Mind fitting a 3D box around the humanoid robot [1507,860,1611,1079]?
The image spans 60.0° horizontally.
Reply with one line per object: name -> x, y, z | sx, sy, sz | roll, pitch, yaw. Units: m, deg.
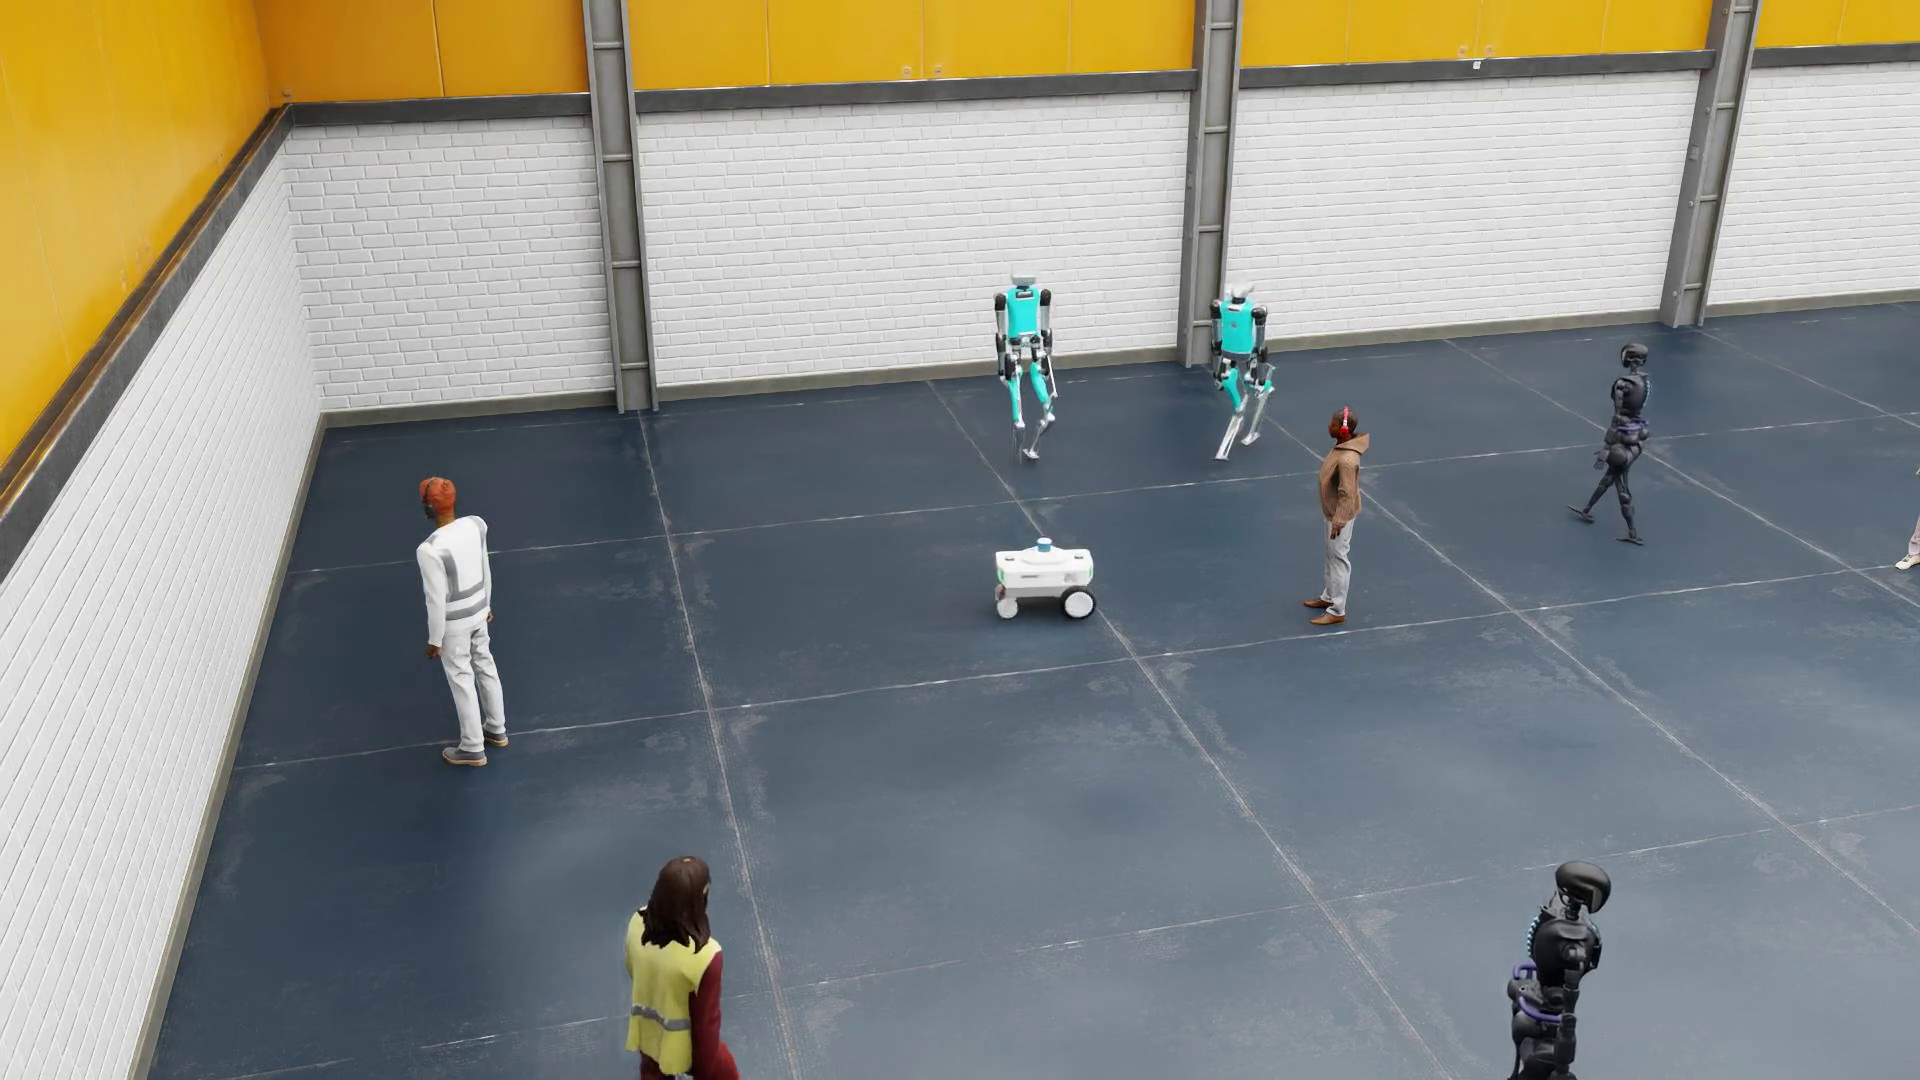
humanoid robot -> 2.468, 2.031, 7.011 | 0.396, 1.646, 0.610 | 4, 24, 8

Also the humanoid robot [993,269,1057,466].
humanoid robot -> 0.630, -1.437, 14.948 | 0.540, 1.897, 0.726 | -6, 25, -14

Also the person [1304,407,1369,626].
person -> 2.740, -0.173, 12.033 | 0.331, 1.651, 0.460 | 2, 24, 4

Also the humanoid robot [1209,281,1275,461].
humanoid robot -> 2.604, -1.540, 15.088 | 0.541, 1.740, 1.048 | 15, 28, 30

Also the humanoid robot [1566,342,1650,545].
humanoid robot -> 5.326, -0.809, 13.496 | 0.751, 1.626, 0.614 | 21, 31, 39

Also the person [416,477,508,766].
person -> -3.076, 0.498, 10.226 | 0.339, 1.882, 0.582 | 9, 25, 19

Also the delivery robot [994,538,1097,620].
delivery robot -> 0.644, 0.285, 12.381 | 0.816, 0.613, 0.499 | -2, 24, -4

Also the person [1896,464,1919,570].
person -> 7.633, -0.547, 12.746 | 0.311, 1.766, 0.522 | -22, 32, -40

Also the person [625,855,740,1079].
person -> -1.104, 2.038, 6.943 | 0.474, 1.713, 0.954 | 12, 27, 26
